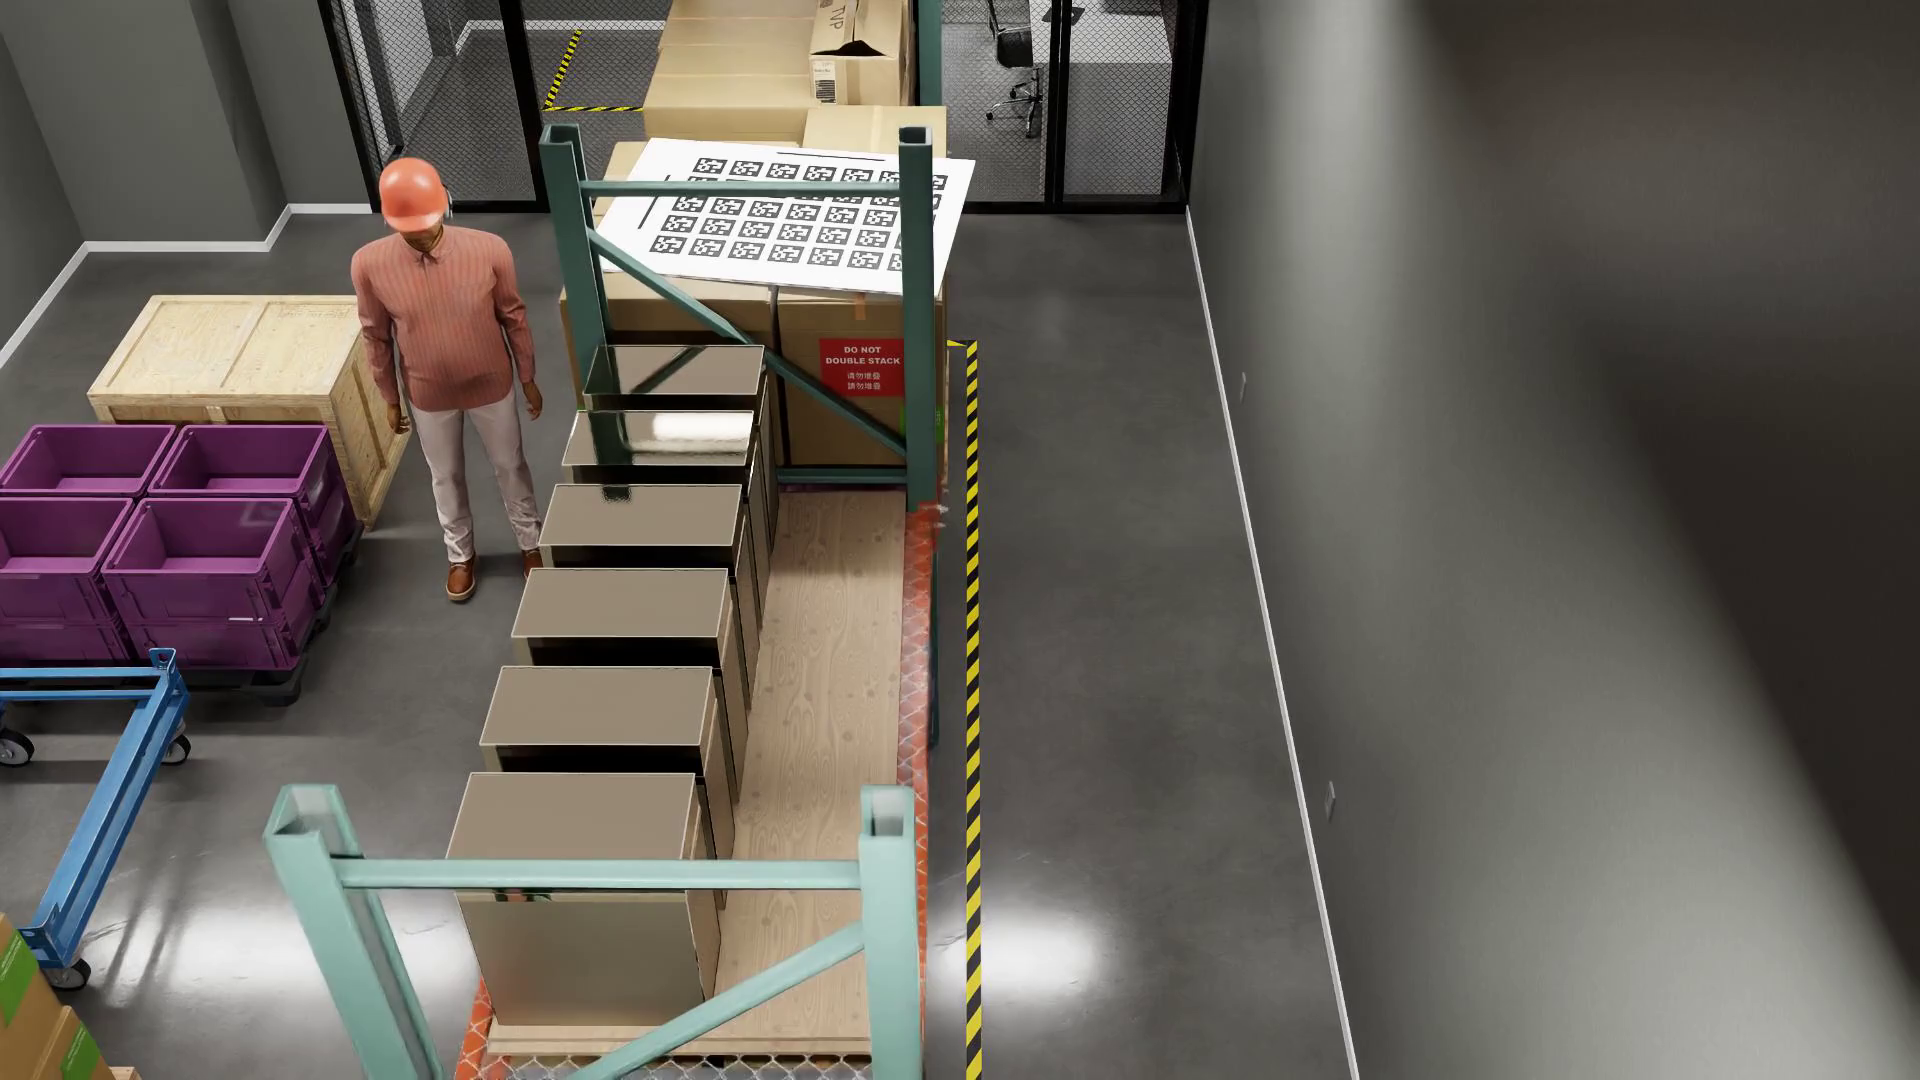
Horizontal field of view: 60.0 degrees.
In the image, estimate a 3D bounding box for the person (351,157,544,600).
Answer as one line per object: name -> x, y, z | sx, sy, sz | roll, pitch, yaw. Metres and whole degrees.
person -> -1.968, -0.604, 6.535 | 0.625, 1.991, 0.393 | -9, 42, -11
